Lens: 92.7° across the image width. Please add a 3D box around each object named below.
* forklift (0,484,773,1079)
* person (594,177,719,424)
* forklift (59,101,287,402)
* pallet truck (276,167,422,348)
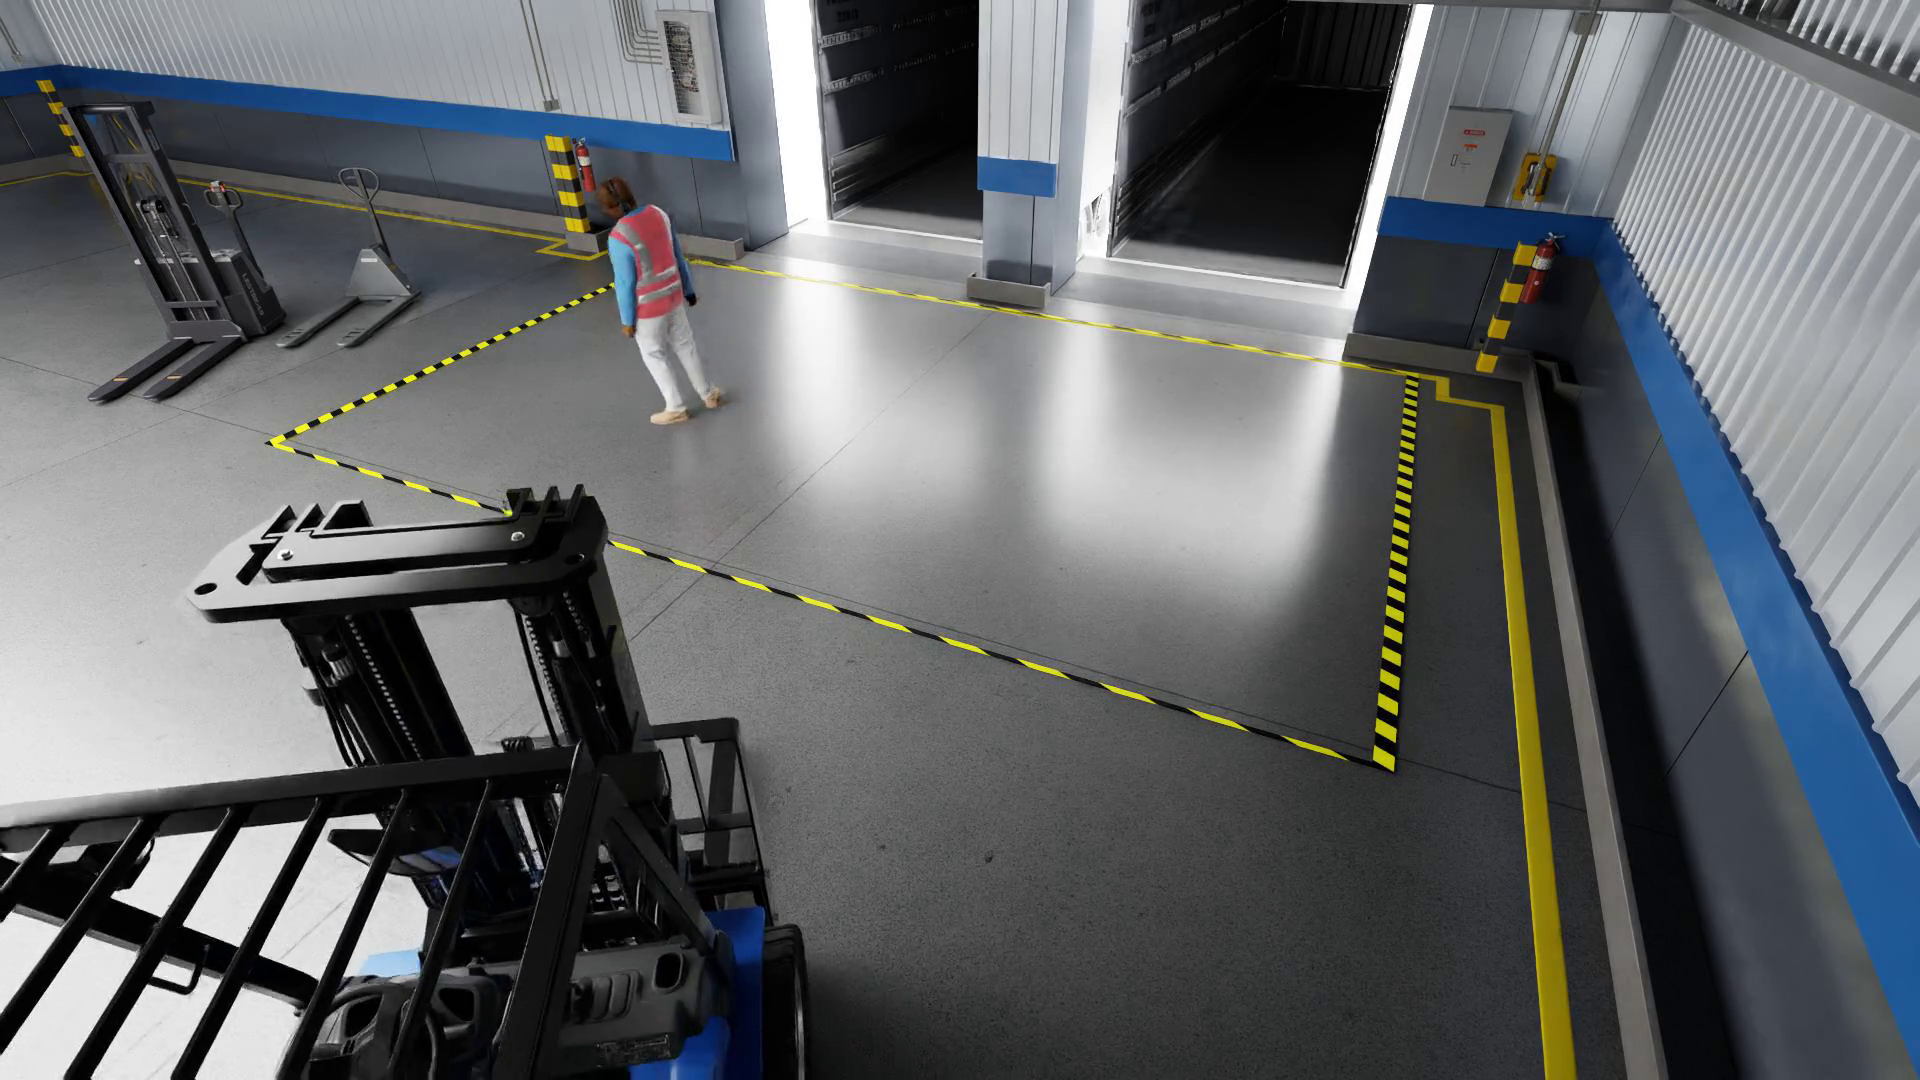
[{"bbox_3d":[-1.035,1.392,1.719,1.157,2.036,2.680,-5,35,-7],"label":"forklift"},{"bbox_3d":[-2.193,-1.729,6.666,0.434,1.805,0.782,13,37,17],"label":"person"},{"bbox_3d":[-6.686,-2.387,7.434,0.823,1.965,1.885,-3,35,-5],"label":"forklift"},{"bbox_3d":[-5.732,-2.611,8.414,0.680,1.201,1.601,-1,35,-1],"label":"pallet truck"}]
